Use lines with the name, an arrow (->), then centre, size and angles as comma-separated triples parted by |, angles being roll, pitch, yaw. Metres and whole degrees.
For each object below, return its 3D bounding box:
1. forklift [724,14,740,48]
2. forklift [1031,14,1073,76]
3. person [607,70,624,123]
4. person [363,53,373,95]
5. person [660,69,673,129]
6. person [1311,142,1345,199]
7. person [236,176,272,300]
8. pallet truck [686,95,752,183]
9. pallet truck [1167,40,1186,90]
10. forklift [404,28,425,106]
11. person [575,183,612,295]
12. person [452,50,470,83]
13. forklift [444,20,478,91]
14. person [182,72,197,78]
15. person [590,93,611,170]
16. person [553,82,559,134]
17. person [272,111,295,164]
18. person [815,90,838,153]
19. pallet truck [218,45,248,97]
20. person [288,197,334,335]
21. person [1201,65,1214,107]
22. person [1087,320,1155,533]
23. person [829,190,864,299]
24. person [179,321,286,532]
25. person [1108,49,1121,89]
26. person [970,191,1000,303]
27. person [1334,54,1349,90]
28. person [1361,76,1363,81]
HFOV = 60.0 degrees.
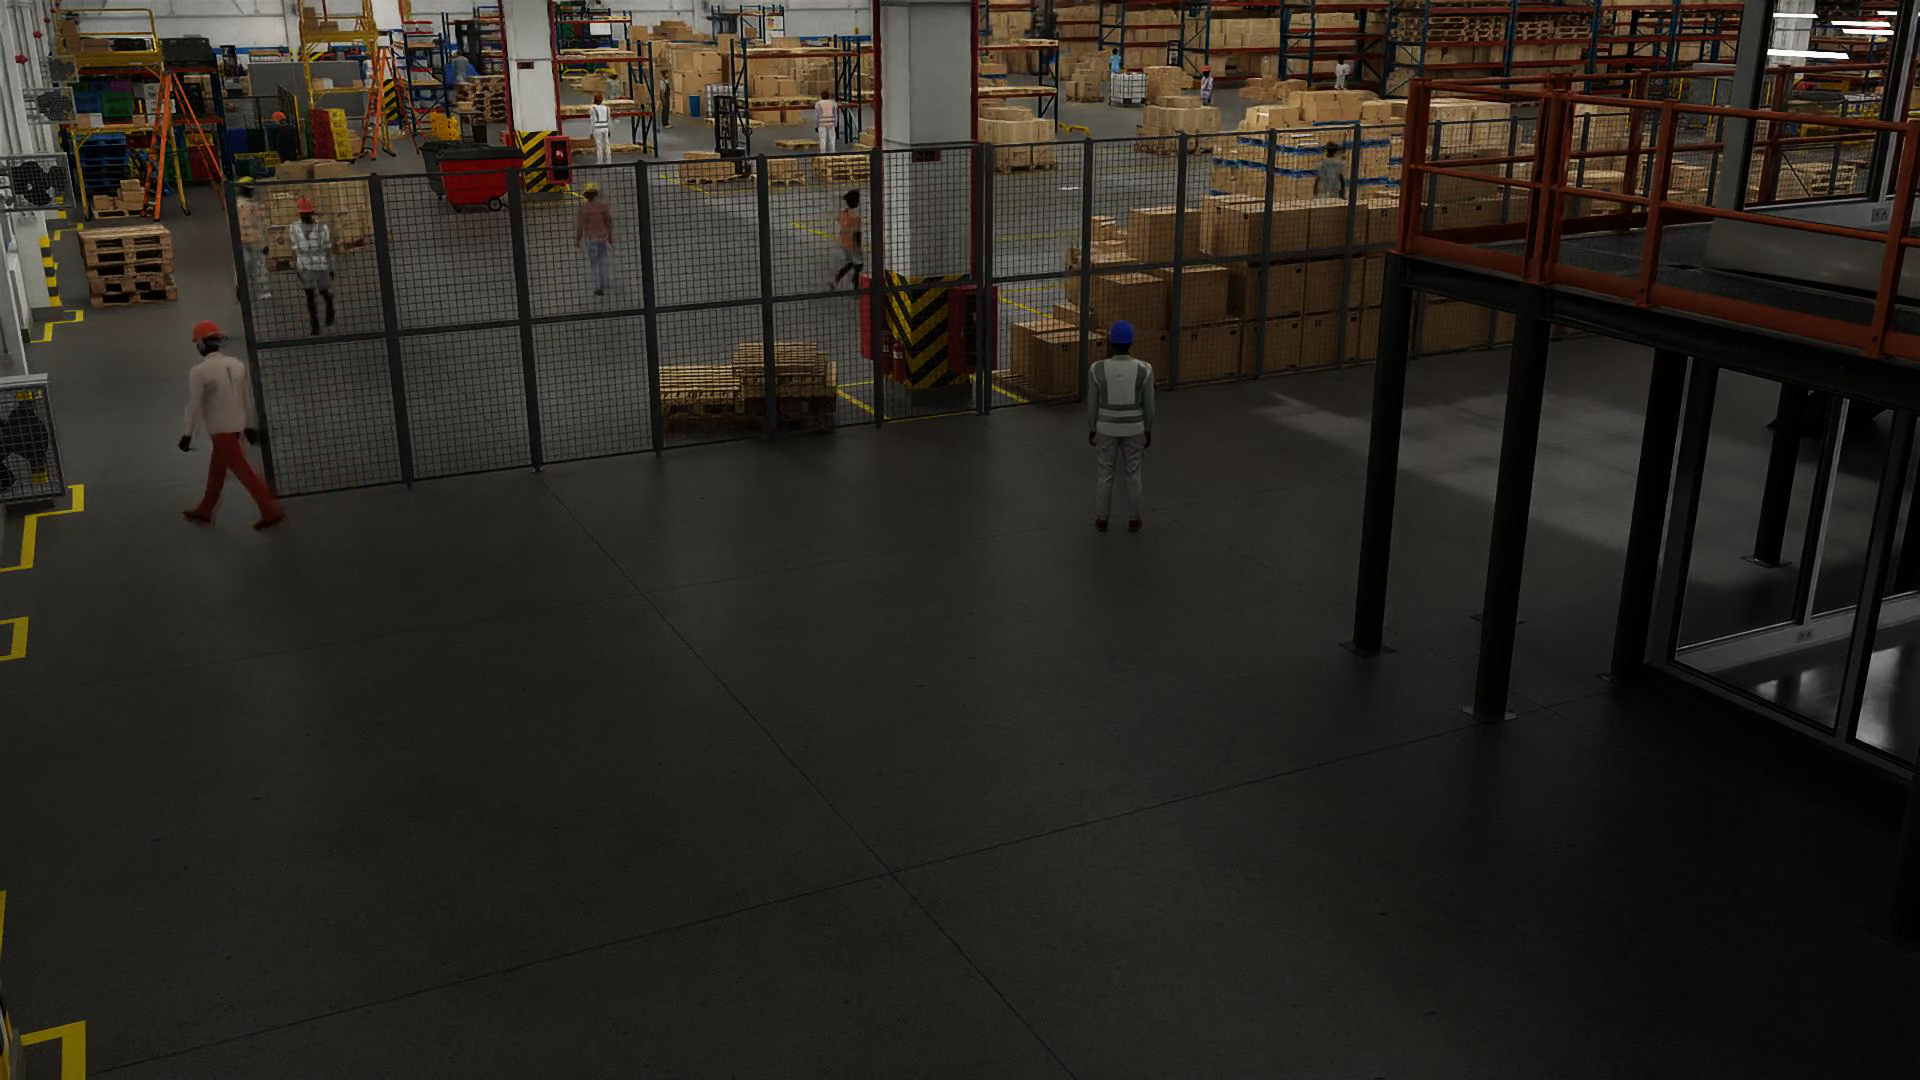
forklift -> -10.654, -23.186, 77.882 | 1.873, 2.768, 1.129 | -10, 22, -28
forklift -> 4.317, -23.223, 77.990 | 1.873, 2.768, 1.129 | -1, 19, -3
person -> -11.362, -14.628, 54.871 | 0.500, 1.700, 0.813 | -16, 25, -39
person -> -23.599, -18.636, 66.566 | 0.523, 1.638, 0.310 | -10, 21, -26
person -> -9.368, -14.032, 52.930 | 0.341, 1.841, 0.512 | 3, 19, 9
person -> 6.836, -6.496, 31.077 | 0.580, 1.837, 0.851 | -6, 20, -16
person -> -10.902, -4.612, 25.509 | 0.611, 1.909, 0.671 | 2, 19, 6
pallet truck -> -5.836, -9.608, 39.856 | 0.823, 1.965, 1.885 | 10, 22, 27
pallet truck -> 9.045, -19.971, 69.895 | 0.823, 1.965, 1.885 | -3, 19, -8
forklift -> -19.747, -17.124, 60.310 | 1.873, 2.768, 1.129 | 5, 20, 14
person -> -5.784, -4.744, 26.118 | 0.553, 1.742, 0.621 | -13, 23, -34
person -> -19.291, -17.966, 64.251 | 0.653, 1.882, 1.000 | -16, 25, -38
forklift -> -20.381, -20.002, 68.652 | 1.129, 2.768, 1.873 | 13, 23, 33
person -> -30.270, -18.348, 65.313 | 0.547, 1.921, 0.451 | -1, 19, -2
person -> -9.128, -10.374, 42.251 | 0.341, 1.878, 0.584 | 18, 26, 42
person -> -12.625, -13.438, 51.080 | 0.386, 1.928, 0.642 | 4, 19, 12
person -> -14.497, -8.192, 35.763 | 0.392, 1.990, 0.612 | -1, 19, -3
person -> -3.533, -10.941, 43.956 | 0.627, 1.842, 0.429 | -7, 20, -19
pallet truck -> -28.879, -18.665, 66.111 | 0.823, 1.965, 1.885 | -3, 19, -9
person -> -9.076, -3.874, 23.379 | 0.544, 1.913, 0.805 | -3, 19, -10
person -> 7.854, -14.178, 53.191 | 0.360, 1.939, 0.543 | -10, 21, -27
person -> 1.446, -1.012, 15.008 | 0.605, 1.951, 0.381 | 1, 19, 4
person -> -1.709, -4.548, 25.662 | 0.525, 1.678, 0.542 | -13, 23, -33
person -> -6.673, -1.014, 15.068 | 1.071, 1.922, 0.633 | 3, 19, 7
person -> 6.493, -19.774, 69.835 | 0.538, 1.650, 0.842 | -4, 19, -11
person -> 0.186, -4.298, 24.795 | 0.610, 1.780, 0.952 | 15, 24, 37
person -> 13.739, -16.531, 60.005 | 0.690, 1.929, 0.641 | -16, 25, -38
person -> 17.480, -20.154, 70.592 | 1.003, 1.882, 0.651 | -4, 19, -12
